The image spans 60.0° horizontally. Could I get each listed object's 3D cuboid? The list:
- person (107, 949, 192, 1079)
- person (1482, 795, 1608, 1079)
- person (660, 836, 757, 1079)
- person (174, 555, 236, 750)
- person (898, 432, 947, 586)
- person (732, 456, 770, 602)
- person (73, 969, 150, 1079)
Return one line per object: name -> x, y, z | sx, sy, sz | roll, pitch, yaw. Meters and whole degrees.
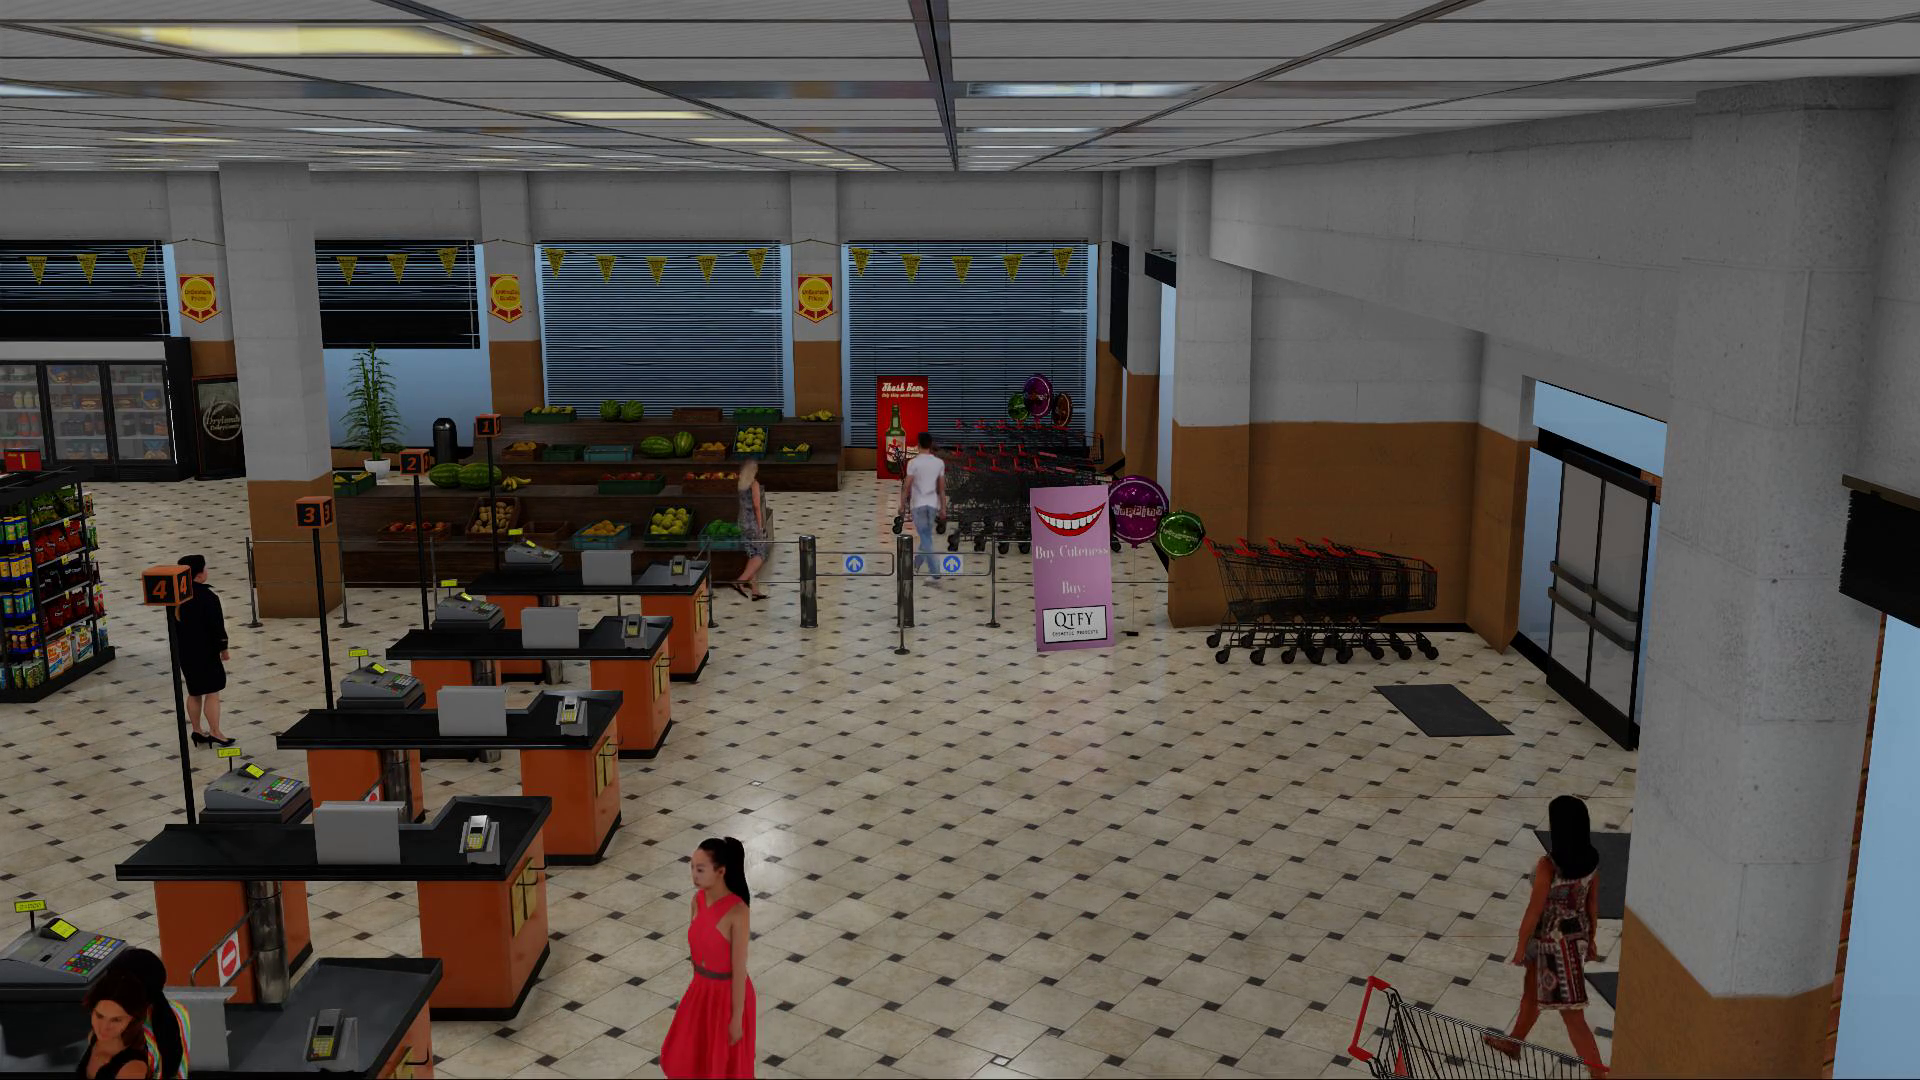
person -> -3.197, 2.473, 6.669 | 0.537, 1.795, 0.591 | 1, 12, 4
person -> 3.180, 2.157, 8.638 | 1.130, 1.603, 1.064 | -7, 14, -32
person -> -1.091, 2.229, 8.018 | 0.792, 1.717, 0.850 | 10, 15, 38
person -> -6.480, 0.955, 14.183 | 0.709, 1.671, 0.845 | 5, 13, 22
person -> -0.385, -0.337, 20.017 | 1.211, 1.794, 1.146 | -8, 14, -34
person -> -2.501, -0.104, 19.209 | 0.893, 1.672, 0.824 | -7, 14, -32
person -> -3.181, 2.513, 6.450 | 0.852, 1.808, 0.793 | -8, 15, -35
